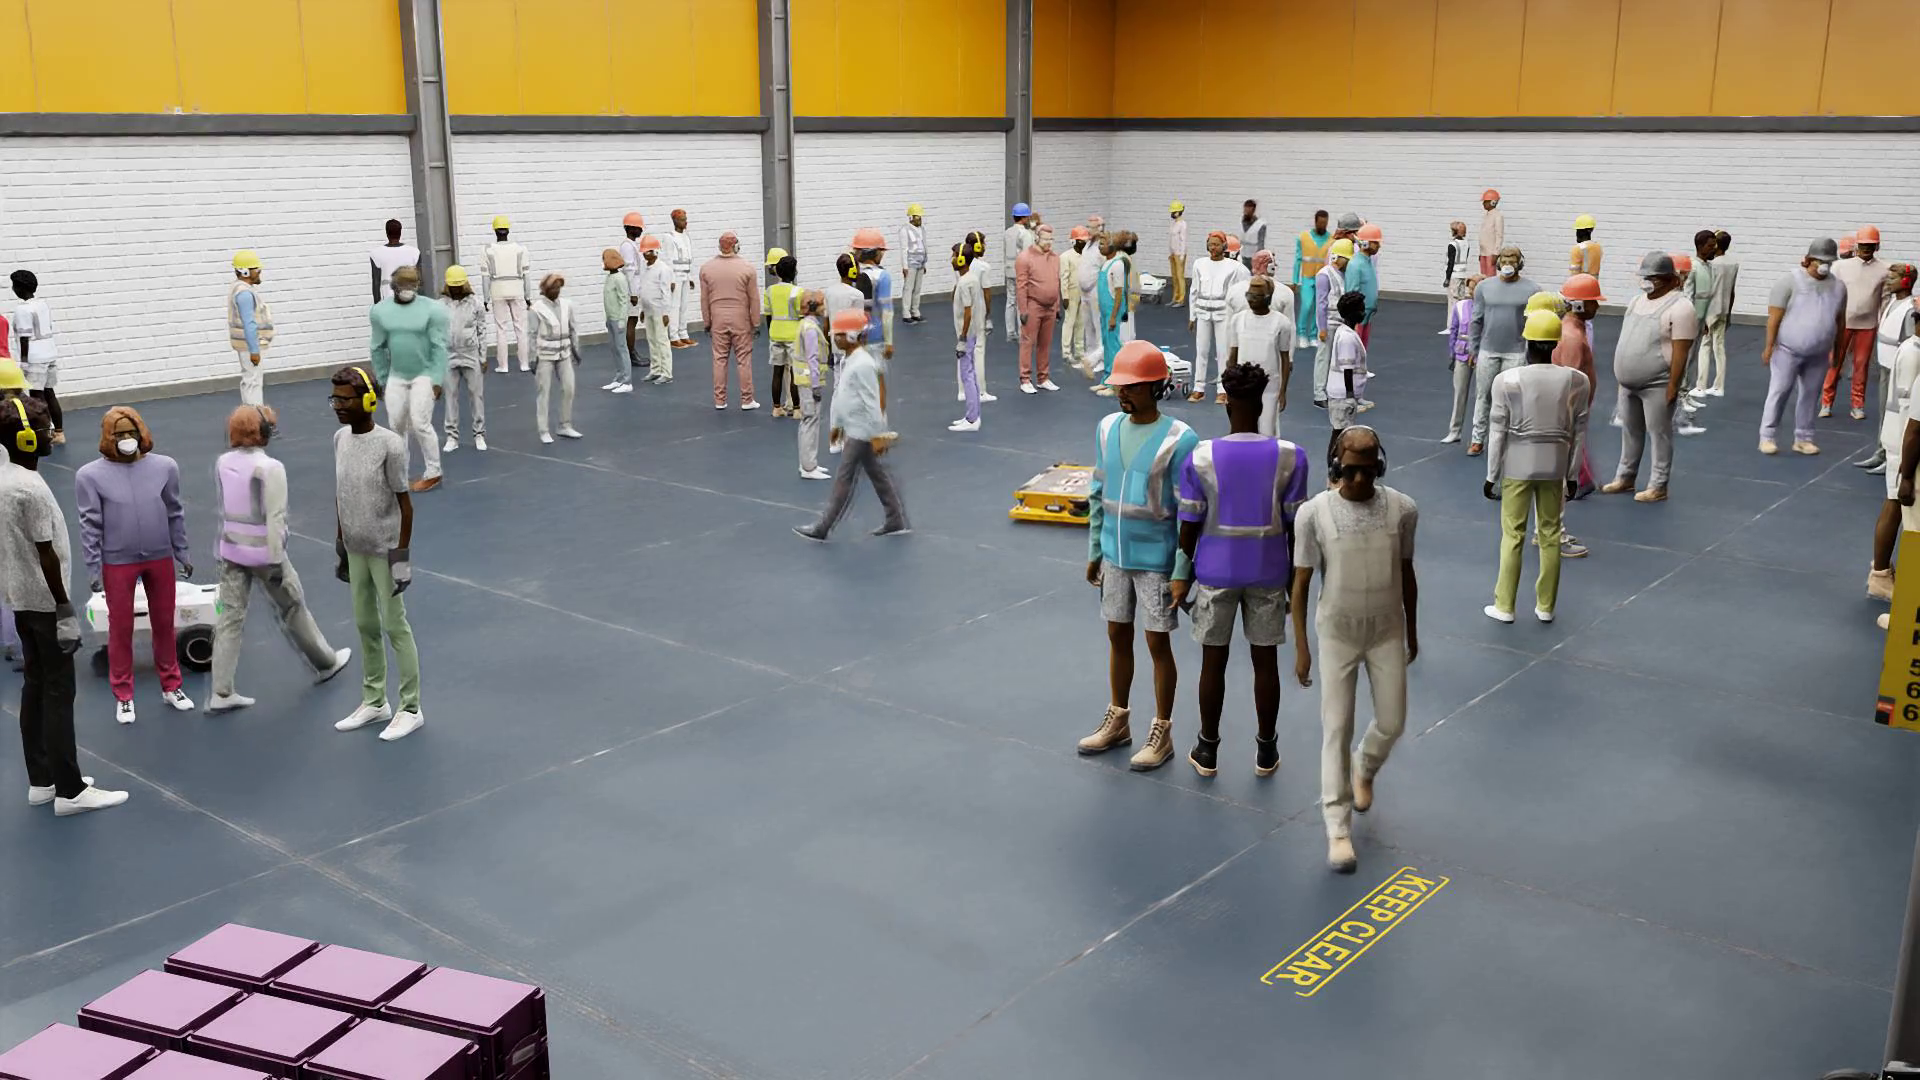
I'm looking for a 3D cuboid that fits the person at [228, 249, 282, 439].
[{"bbox_3d":[-6.886,-1.902,16.194,0.404,1.834,0.591,-7,16,-27],"label":"person"}]

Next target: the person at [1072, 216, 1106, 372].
[{"bbox_3d":[1.654,-3.038,20.590,0.410,1.907,0.643,-6,15,-23],"label":"person"}]

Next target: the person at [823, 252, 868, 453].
[{"bbox_3d":[-1.031,-1.716,15.378,0.534,1.869,0.311,13,19,41],"label":"person"}]

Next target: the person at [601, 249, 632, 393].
[{"bbox_3d":[-3.942,-2.507,19.017,0.267,1.632,0.509,-8,16,-29],"label":"person"}]

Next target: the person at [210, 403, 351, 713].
[{"bbox_3d":[-3.675,0.073,8.792,0.526,1.580,0.888,7,16,26],"label":"person"}]

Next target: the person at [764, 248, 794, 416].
[{"bbox_3d":[-1.866,-2.174,17.440,0.338,1.761,0.525,-1,14,-5],"label":"person"}]

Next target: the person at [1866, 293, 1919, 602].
[{"bbox_3d":[6.096,-0.611,10.624,0.383,2.037,0.611,8,16,30],"label":"person"}]

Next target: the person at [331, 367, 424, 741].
[{"bbox_3d":[-2.925,0.069,8.258,0.515,1.867,0.328,8,16,28],"label":"person"}]

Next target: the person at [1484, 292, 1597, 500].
[{"bbox_3d":[4.755,-1.148,13.428,0.917,1.714,0.565,-4,15,-14],"label":"person"}]

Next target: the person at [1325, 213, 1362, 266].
[{"bbox_3d":[4.420,-2.702,18.972,0.538,2.000,0.685,0,14,2],"label":"person"}]

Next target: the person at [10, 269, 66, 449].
[{"bbox_3d":[-8.699,-1.699,15.684,0.319,1.687,0.539,-1,14,-5],"label":"person"}]

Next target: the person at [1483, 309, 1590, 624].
[{"bbox_3d":[3.490,-0.434,10.132,0.588,1.930,0.362,0,14,1],"label":"person"}]

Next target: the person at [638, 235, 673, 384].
[{"bbox_3d":[-3.621,-2.721,19.652,0.353,1.743,0.567,-12,19,-40],"label":"person"}]

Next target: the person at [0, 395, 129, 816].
[{"bbox_3d":[-4.042,0.292,7.354,0.515,1.873,0.329,11,18,37],"label":"person"}]

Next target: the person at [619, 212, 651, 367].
[{"bbox_3d":[-4.116,-3.167,21.039,0.358,1.938,0.542,-2,14,-9],"label":"person"}]

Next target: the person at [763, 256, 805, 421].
[{"bbox_3d":[-1.772,-2.077,17.171,0.541,1.696,0.316,8,16,30],"label":"person"}]

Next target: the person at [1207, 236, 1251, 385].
[{"bbox_3d":[3.120,-2.635,19.289,0.333,1.747,0.574,-7,16,-25],"label":"person"}]

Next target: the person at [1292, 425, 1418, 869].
[{"bbox_3d":[1.659,0.407,6.986,0.561,1.823,0.795,1,14,4],"label":"person"}]

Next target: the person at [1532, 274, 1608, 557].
[{"bbox_3d":[4.314,-0.885,11.803,0.382,1.994,0.613,2,14,8],"label":"person"}]

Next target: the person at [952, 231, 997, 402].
[{"bbox_3d":[0.145,-2.453,18.337,0.513,1.866,0.331,10,17,36],"label":"person"}]

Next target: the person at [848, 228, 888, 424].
[{"bbox_3d":[-0.886,-1.967,16.020,0.364,2.048,0.608,4,15,15],"label":"person"}]

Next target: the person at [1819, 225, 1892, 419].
[{"bbox_3d":[9.309,-2.255,17.274,0.611,1.996,0.379,5,15,20],"label":"person"}]

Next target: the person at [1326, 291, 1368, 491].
[{"bbox_3d":[3.167,-1.189,13.625,0.318,1.697,0.535,2,14,8],"label":"person"}]

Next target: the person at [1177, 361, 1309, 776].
[{"bbox_3d":[1.302,0.150,7.739,0.603,1.959,0.374,1,14,3],"label":"person"}]

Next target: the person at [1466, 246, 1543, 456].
[{"bbox_3d":[4.972,-1.715,15.232,0.627,1.941,0.370,6,15,23],"label":"person"}]

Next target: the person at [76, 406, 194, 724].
[{"bbox_3d":[-4.211,0.117,8.530,0.507,1.632,0.268,-13,19,-41],"label":"person"}]

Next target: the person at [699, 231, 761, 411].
[{"bbox_3d":[-2.432,-2.332,17.766,0.651,1.907,0.409,2,14,7],"label":"person"}]

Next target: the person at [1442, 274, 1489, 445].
[{"bbox_3d":[4.892,-1.707,15.811,0.515,1.638,0.315,12,18,39],"label":"person"}]

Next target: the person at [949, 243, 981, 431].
[{"bbox_3d":[0.052,-2.018,16.588,0.309,1.868,0.535,2,14,10],"label":"person"}]

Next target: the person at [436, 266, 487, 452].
[{"bbox_3d":[-4.660,-1.689,15.542,0.483,1.736,0.311,-2,14,-10],"label":"person"}]

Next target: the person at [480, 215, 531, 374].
[{"bbox_3d":[-5.581,-3.013,20.449,0.594,1.922,0.386,-7,16,-26],"label":"person"}]

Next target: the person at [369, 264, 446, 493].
[{"bbox_3d":[-4.538,-1.326,13.738,0.644,1.908,0.412,1,14,4],"label":"person"}]

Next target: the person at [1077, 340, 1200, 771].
[{"bbox_3d":[0.834,0.076,7.866,0.614,2.043,0.373,13,19,43],"label":"person"}]
